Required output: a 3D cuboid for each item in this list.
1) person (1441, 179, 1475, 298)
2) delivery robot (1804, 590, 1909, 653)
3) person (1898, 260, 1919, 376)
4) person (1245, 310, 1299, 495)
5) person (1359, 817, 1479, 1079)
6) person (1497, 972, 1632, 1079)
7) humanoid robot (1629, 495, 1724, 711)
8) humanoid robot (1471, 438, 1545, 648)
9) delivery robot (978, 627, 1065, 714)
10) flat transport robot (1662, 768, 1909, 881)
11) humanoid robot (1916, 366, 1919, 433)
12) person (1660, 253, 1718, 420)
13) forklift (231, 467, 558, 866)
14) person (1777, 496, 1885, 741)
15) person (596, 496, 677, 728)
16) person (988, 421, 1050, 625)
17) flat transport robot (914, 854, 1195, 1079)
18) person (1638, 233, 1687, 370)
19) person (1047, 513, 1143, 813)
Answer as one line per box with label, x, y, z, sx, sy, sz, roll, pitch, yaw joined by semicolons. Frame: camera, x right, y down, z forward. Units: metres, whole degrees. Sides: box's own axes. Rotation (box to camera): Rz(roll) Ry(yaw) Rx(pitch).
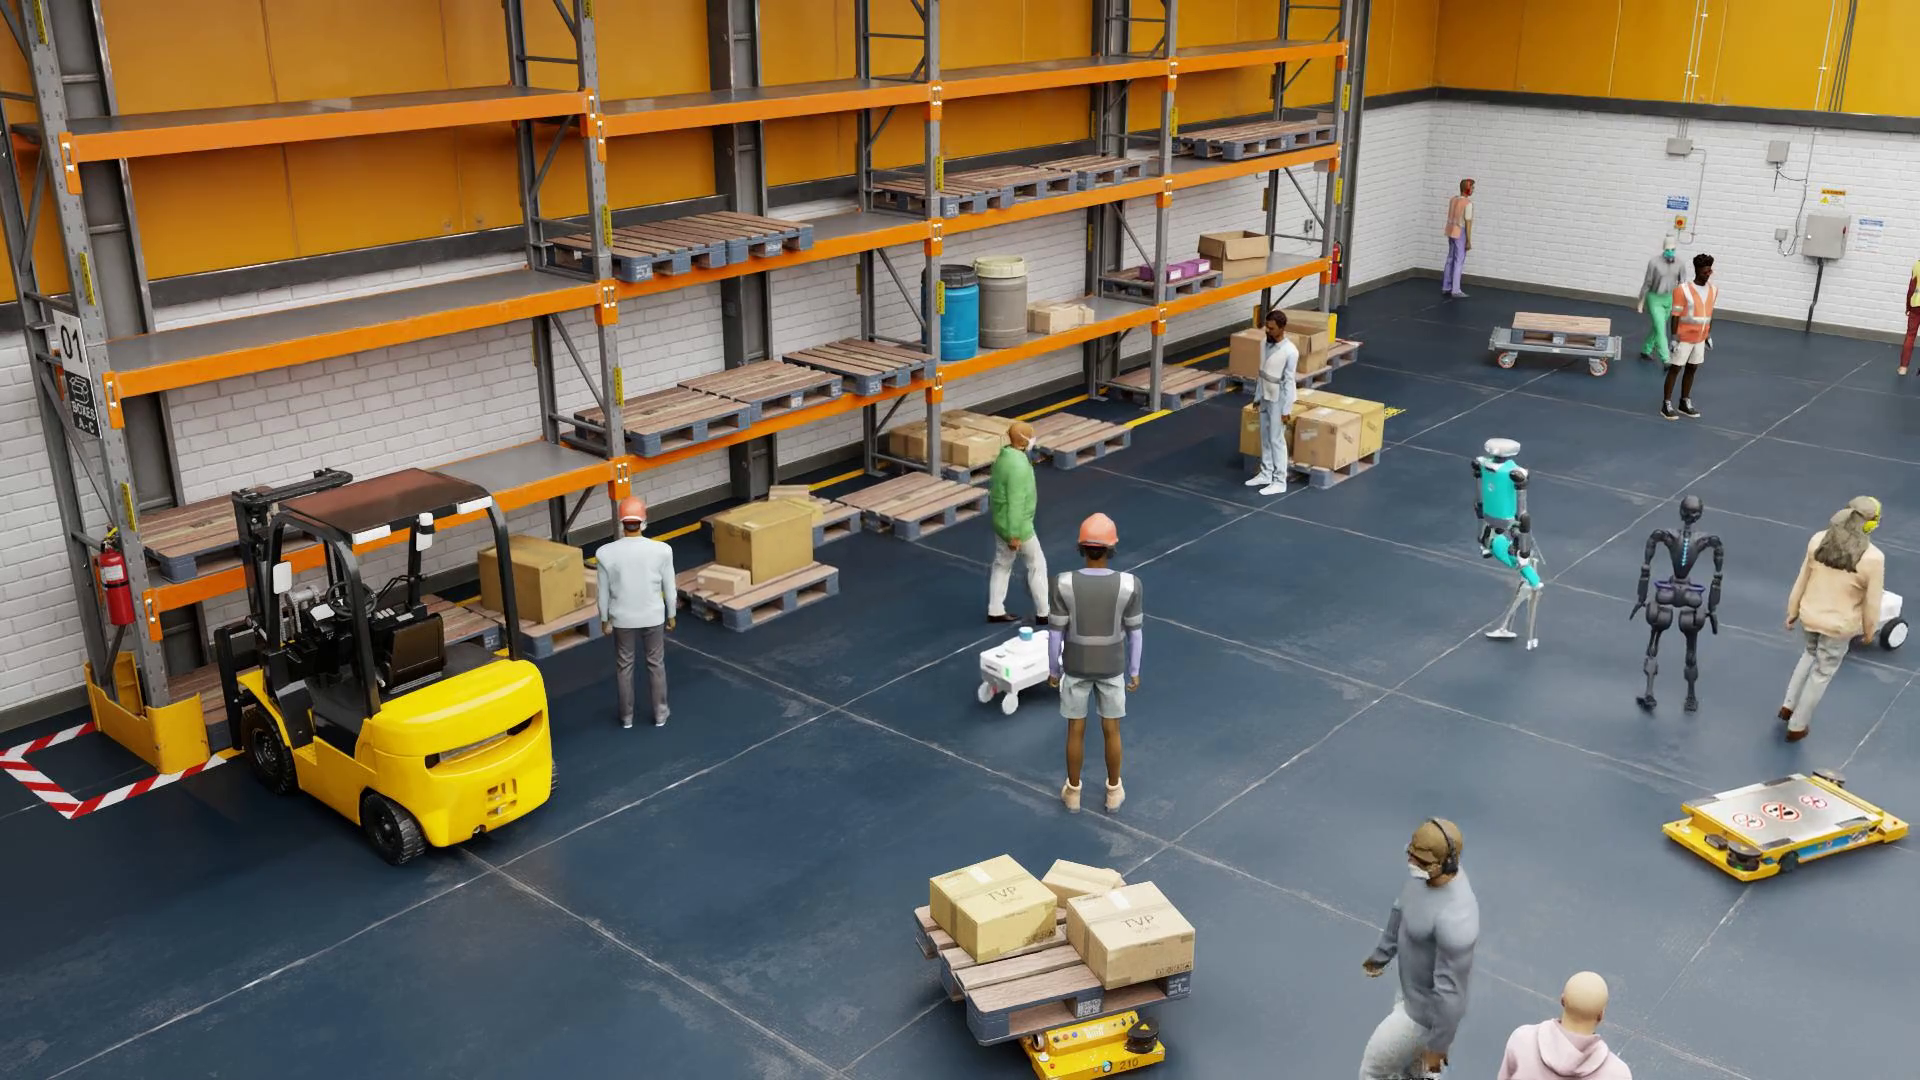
person;7.826;-4.742;26.123;0.373;1.843;0.568;-6;21;-15
delivery robot;7.256;0.611;13.476;0.793;0.590;0.499;-9;22;-23
person;12.480;-2.993;21.494;0.475;1.767;0.361;13;24;31
person;3.231;-1.417;17.030;0.385;1.910;0.594;-7;21;-18
person;1.985;2.076;7.561;0.640;1.907;0.706;5;21;13
person;2.344;2.503;6.597;0.540;1.774;0.407;12;24;30
humanoid robot;5.282;0.462;12.271;0.609;1.639;0.370;7;21;18
humanoid robot;4.501;0.018;13.394;0.810;1.784;0.599;-11;23;-28
delivery robot;0.504;0.944;12.571;0.782;0.587;0.499;-17;26;-39
flat transport robot;5.286;1.814;10.636;1.431;0.231;0.659;-9;22;-22
humanoid robot;11.187;-1.991;18.946;0.711;1.630;0.610;-9;22;-23
person;8.624;-2.403;19.613;0.603;1.966;0.367;-7;21;-18
forklift;-3.730;0.710;10.856;2.313;2.155;1.214;17;26;38
person;6.176;0.559;11.736;0.511;1.862;0.558;-12;23;-30
person;-2.324;0.523;12.010;0.571;1.740;0.352;-4;21;-10
person;0.574;-0.133;13.748;0.741;1.761;0.552;-5;21;-13
flat transport robot;0.486;2.411;9.018;0.659;0.231;1.431;-8;22;-20
person;9.288;-3.155;21.902;0.598;1.802;0.913;-3;20;-7
person;0.867;0.806;10.812;0.611;2.039;0.390;1;20;1
